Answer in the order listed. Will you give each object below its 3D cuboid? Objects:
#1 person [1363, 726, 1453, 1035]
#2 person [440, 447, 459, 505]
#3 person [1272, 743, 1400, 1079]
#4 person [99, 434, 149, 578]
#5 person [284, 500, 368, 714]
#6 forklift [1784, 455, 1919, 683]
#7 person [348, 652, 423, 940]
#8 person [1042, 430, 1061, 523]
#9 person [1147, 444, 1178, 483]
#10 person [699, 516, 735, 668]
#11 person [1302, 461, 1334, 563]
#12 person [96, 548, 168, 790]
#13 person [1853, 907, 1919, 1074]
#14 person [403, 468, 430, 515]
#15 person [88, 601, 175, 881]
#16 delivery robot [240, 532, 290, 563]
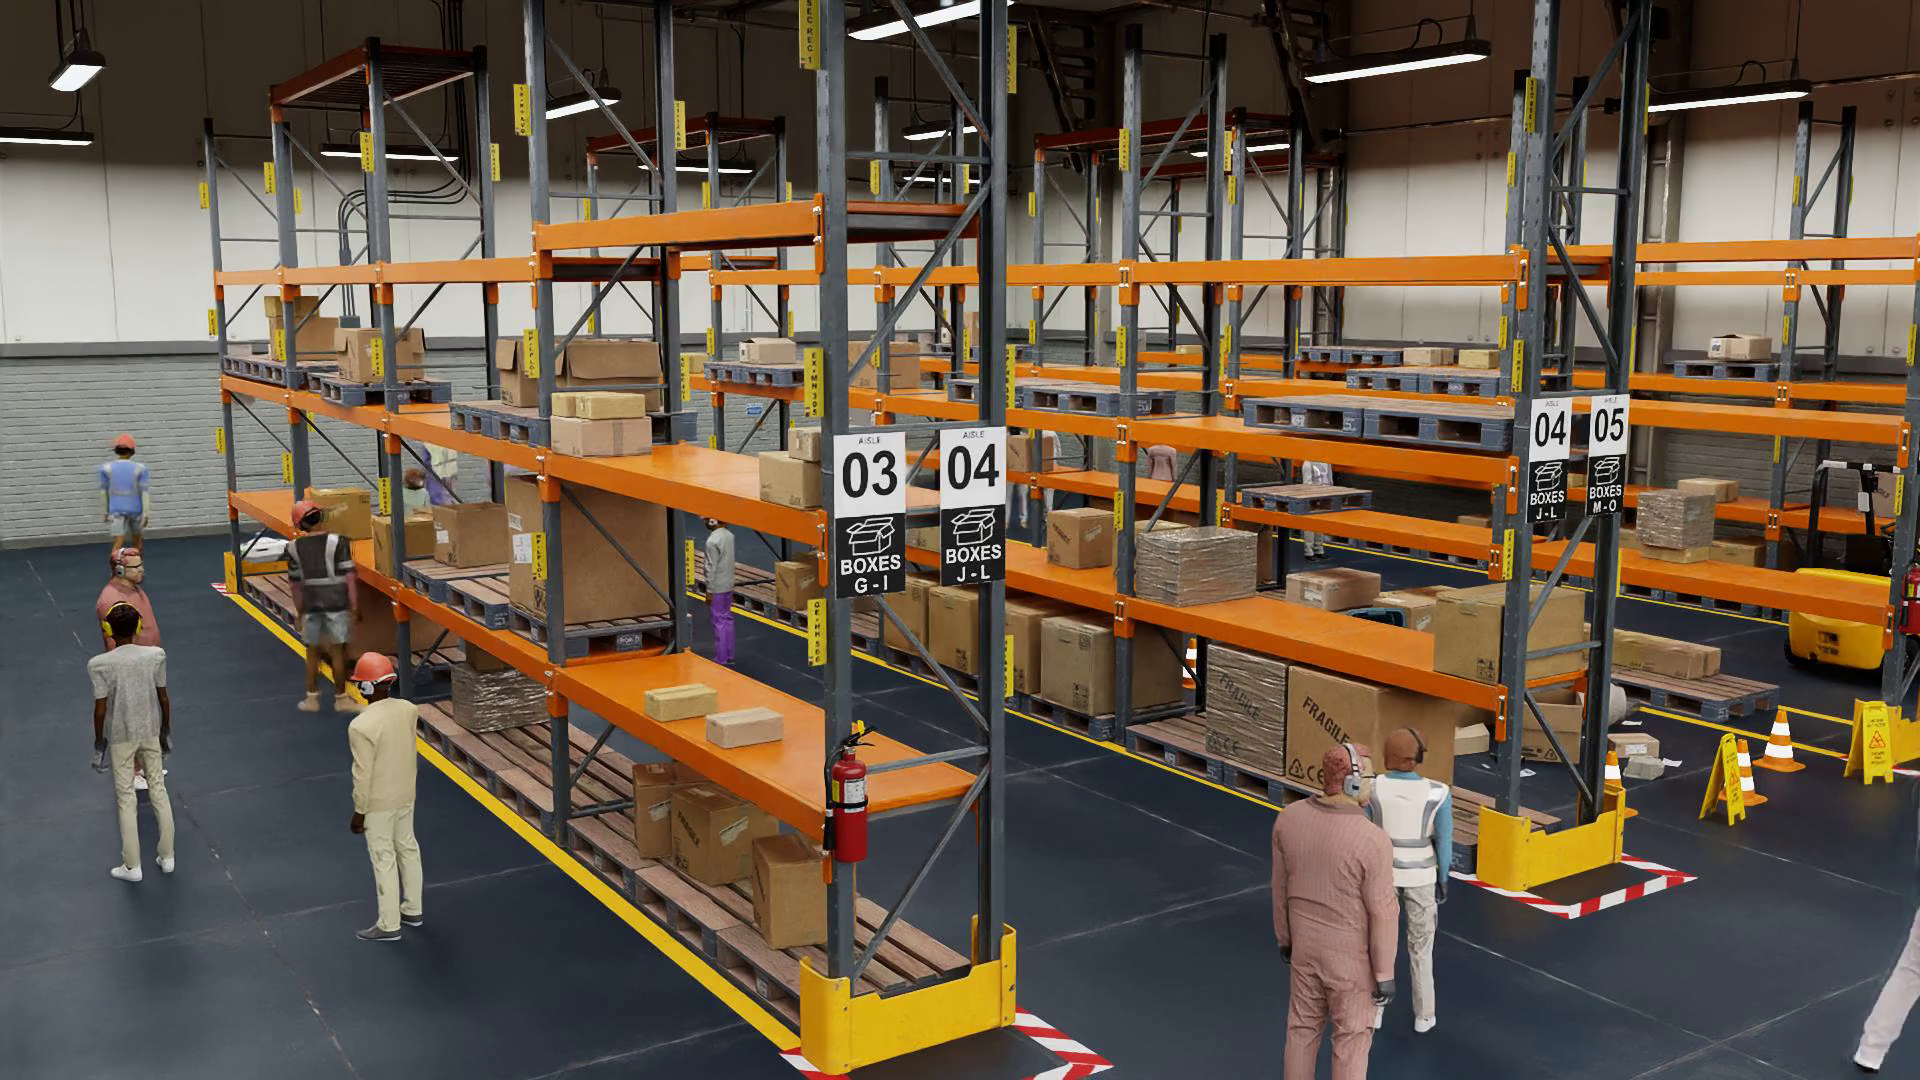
[{"bbox_3d":[2.320,1.793,8.768,0.515,1.636,0.315,2,9,16],"label":"person"},{"bbox_3d":[-8.367,-1.088,26.993,0.386,1.922,0.594,2,9,11],"label":"person"},{"bbox_3d":[1.715,1.848,7.514,0.401,1.904,0.650,-7,11,-38],"label":"person"},{"bbox_3d":[-11.147,-0.414,22.228,0.606,2.014,0.978,-3,9,-20],"label":"person"},{"bbox_3d":[-5.832,0.629,15.384,0.752,1.994,0.393,1,9,6],"label":"person"},{"bbox_3d":[9.643,0.253,17.172,2.313,2.155,1.214,-6,10,-33],"label":"forklift"},{"bbox_3d":[-3.497,1.540,10.055,0.340,1.752,0.564,3,9,18],"label":"person"},{"bbox_3d":[1.507,-1.245,28.100,0.410,1.909,0.643,-3,9,-18],"label":"person"},{"bbox_3d":[3.234,-0.939,26.524,0.525,1.770,0.306,5,10,32],"label":"person"},{"bbox_3d":[-2.523,0.467,17.245,0.348,1.743,0.554,2,9,13],"label":"person"},{"bbox_3d":[5.178,-0.591,23.988,0.602,1.830,0.404,-8,12,-43],"label":"person"},{"bbox_3d":[-6.521,1.003,13.130,0.406,1.906,0.654,-2,9,-12],"label":"person"},{"bbox_3d":[4.797,1.792,8.056,0.664,1.869,0.685,0,9,1],"label":"person"},{"bbox_3d":[-7.085,-0.114,21.584,0.312,1.628,0.534,8,11,41],"label":"person"},{"bbox_3d":[-5.508,1.333,11.059,0.333,1.871,0.520,8,12,43],"label":"person"},{"bbox_3d":[-9.666,0.137,23.049,0.477,0.478,0.707,6,10,31],"label":"delivery robot"}]
